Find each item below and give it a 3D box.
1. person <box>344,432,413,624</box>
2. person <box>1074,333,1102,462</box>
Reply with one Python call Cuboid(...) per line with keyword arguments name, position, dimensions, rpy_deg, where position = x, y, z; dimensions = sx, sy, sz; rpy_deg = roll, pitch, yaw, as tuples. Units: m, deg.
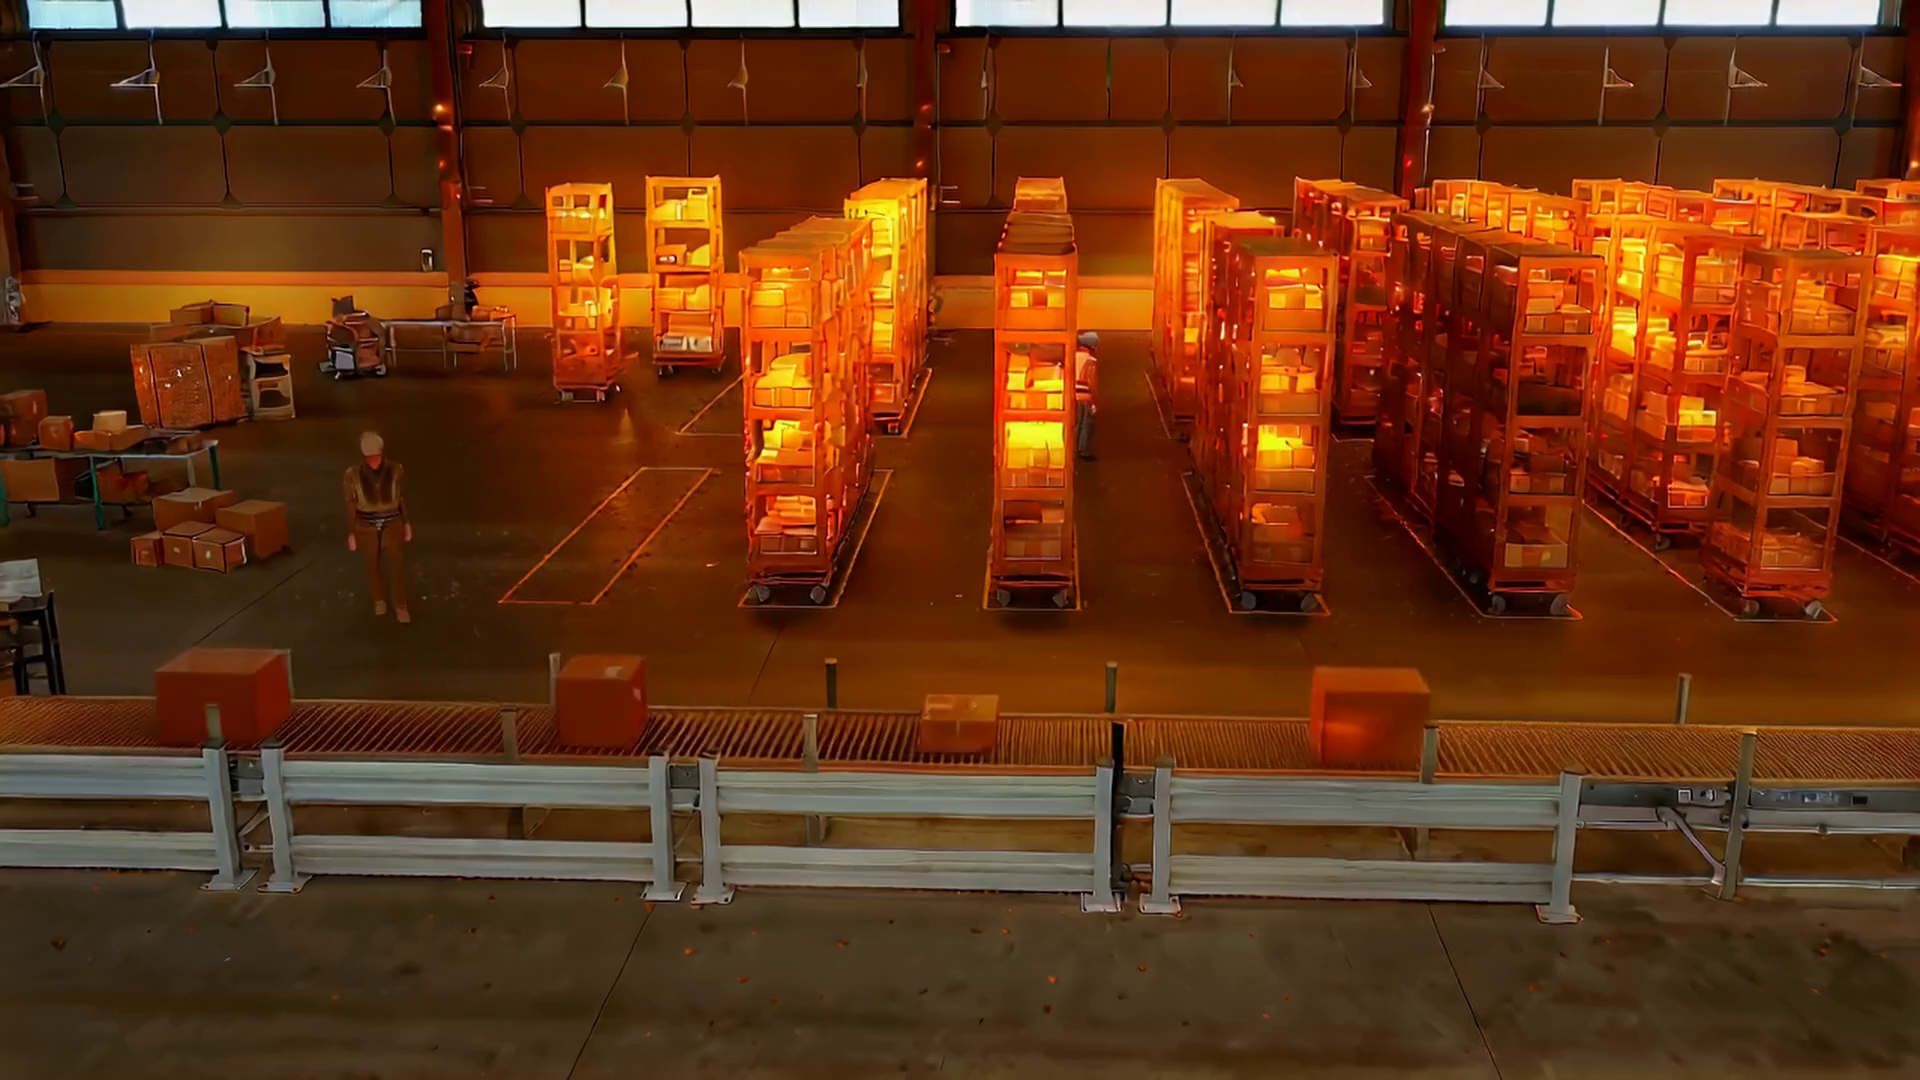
Cuboid(name="person", position=(-5.712, -0.113, 16.362), dimensions=(0.650, 1.895, 0.985), rpy_deg=(-6, 16, -22))
Cuboid(name="person", position=(1.805, -2.024, 23.609), dimensions=(0.406, 1.824, 0.585), rpy_deg=(-8, 17, -28))
